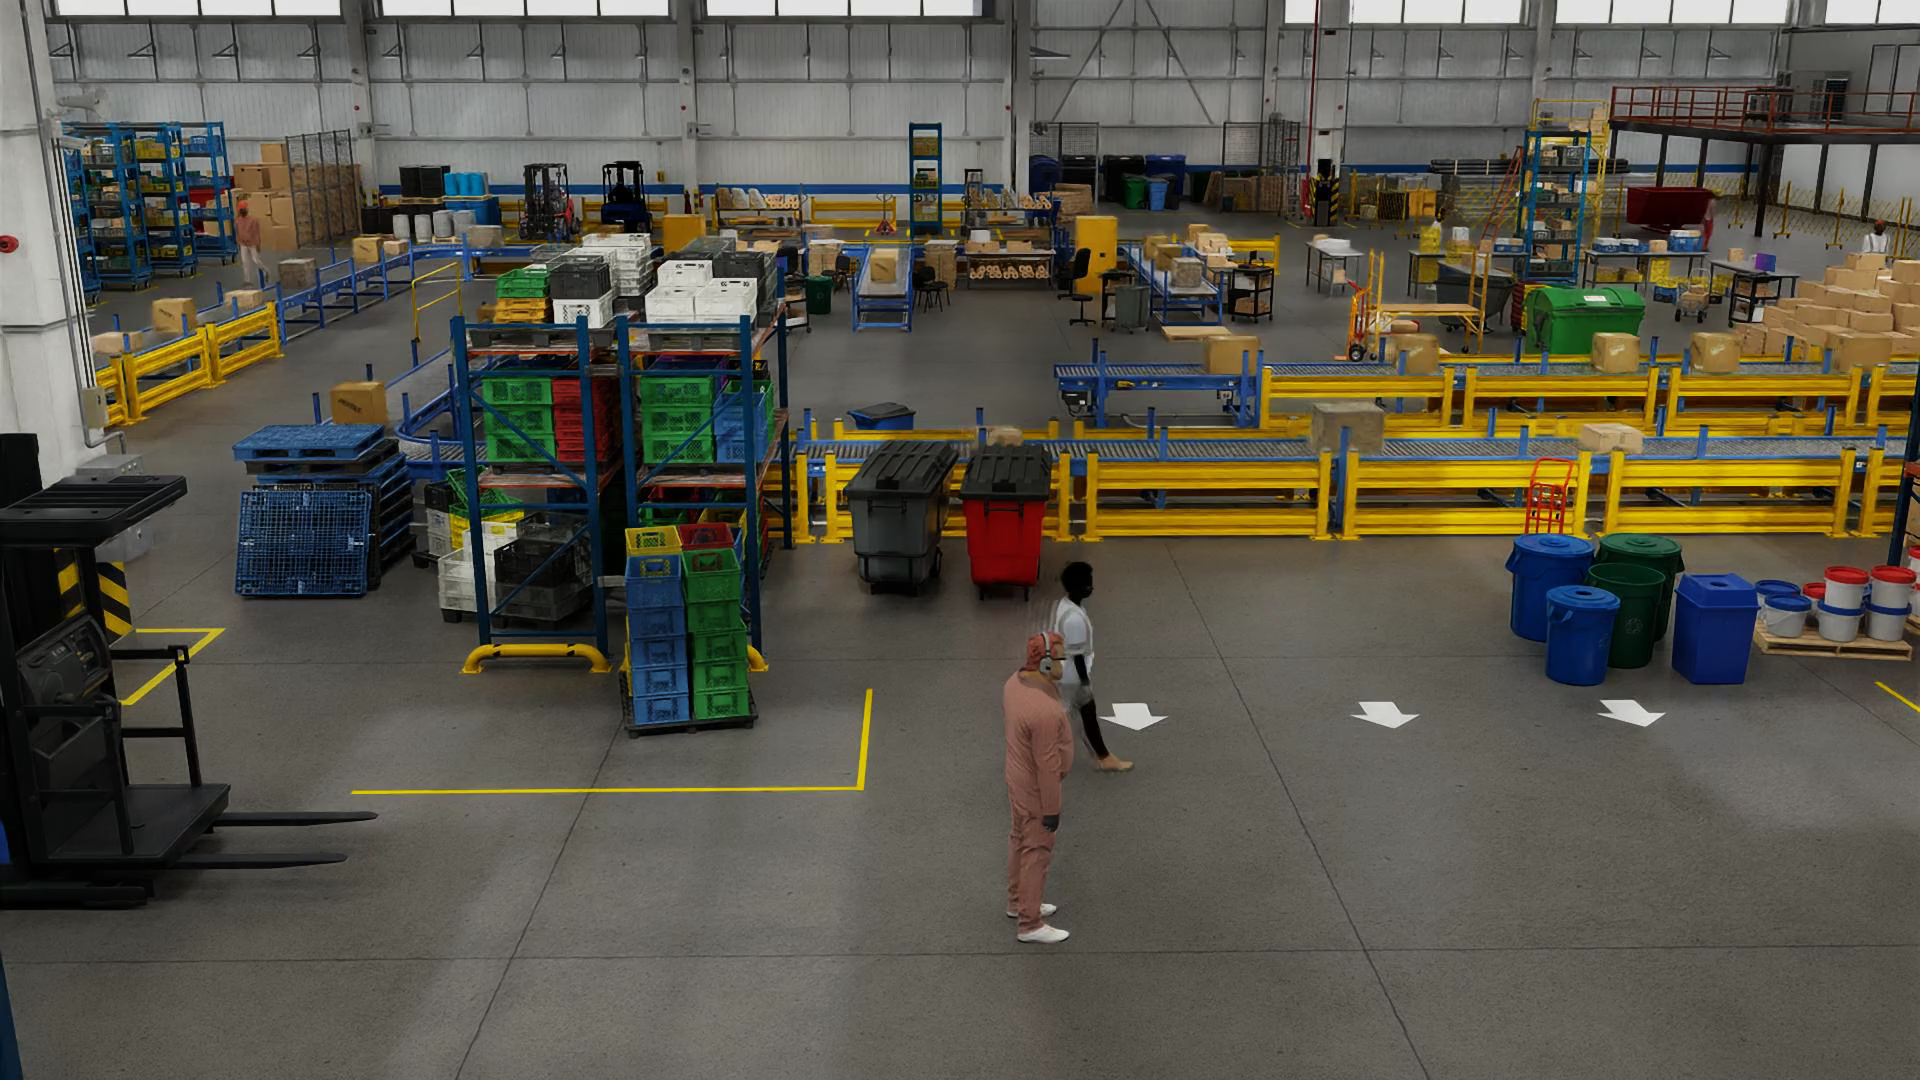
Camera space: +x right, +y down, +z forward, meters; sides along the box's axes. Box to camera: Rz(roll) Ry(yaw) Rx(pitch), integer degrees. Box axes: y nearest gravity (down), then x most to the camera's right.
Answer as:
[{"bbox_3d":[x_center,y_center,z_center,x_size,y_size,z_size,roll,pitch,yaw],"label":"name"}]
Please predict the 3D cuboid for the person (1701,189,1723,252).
[{"bbox_3d":[20.589,-8.773,45.627,0.436,1.722,0.661,4,17,13],"label":"person"}]

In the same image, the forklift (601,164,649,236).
[{"bbox_3d":[-9.948,-10.127,49.296,1.157,1.987,2.680,-1,16,-3],"label":"forklift"}]

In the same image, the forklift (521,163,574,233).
[{"bbox_3d":[-12.233,-10.122,49.298,1.157,1.987,2.680,0,16,-1],"label":"forklift"}]

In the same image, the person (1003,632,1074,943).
[{"bbox_3d":[0.476,1.446,9.810,0.399,1.900,0.636,-4,17,-15],"label":"person"}]

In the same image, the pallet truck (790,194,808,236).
[{"bbox_3d":[-4.814,-9.883,50.259,0.704,1.261,1.522,-1,16,-3],"label":"pallet truck"}]

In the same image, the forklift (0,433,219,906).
[{"bbox_3d":[-5.952,0.780,10.366,1.873,2.768,1.129,0,16,-1],"label":"forklift"}]

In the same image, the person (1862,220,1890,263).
[{"bbox_3d":[19.279,-5.784,34.999,0.596,1.851,0.792,0,16,1],"label":"person"}]

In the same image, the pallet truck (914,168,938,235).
[{"bbox_3d":[-0.989,-10.316,50.507,0.823,1.965,1.885,1,16,3],"label":"pallet truck"}]

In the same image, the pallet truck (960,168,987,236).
[{"bbox_3d":[0.383,-10.230,50.206,0.823,1.965,1.885,-1,16,-3],"label":"pallet truck"}]

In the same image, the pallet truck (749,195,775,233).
[{"bbox_3d":[-6.051,-9.967,50.660,0.680,1.201,1.601,0,16,-1],"label":"pallet truck"}]

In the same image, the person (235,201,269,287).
[{"bbox_3d":[-16.510,-6.900,38.681,0.621,1.973,0.736,2,16,8],"label":"person"}]

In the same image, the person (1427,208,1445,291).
[{"bbox_3d":[10.870,-6.640,37.957,0.321,1.871,0.520,4,17,15],"label":"person"}]

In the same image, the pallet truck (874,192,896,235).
[{"bbox_3d":[-2.277,-9.986,50.594,0.653,1.274,1.630,0,16,-1],"label":"pallet truck"}]

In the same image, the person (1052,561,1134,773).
[{"bbox_3d":[0.803,0.951,11.962,0.883,1.649,0.545,1,16,3],"label":"person"}]
